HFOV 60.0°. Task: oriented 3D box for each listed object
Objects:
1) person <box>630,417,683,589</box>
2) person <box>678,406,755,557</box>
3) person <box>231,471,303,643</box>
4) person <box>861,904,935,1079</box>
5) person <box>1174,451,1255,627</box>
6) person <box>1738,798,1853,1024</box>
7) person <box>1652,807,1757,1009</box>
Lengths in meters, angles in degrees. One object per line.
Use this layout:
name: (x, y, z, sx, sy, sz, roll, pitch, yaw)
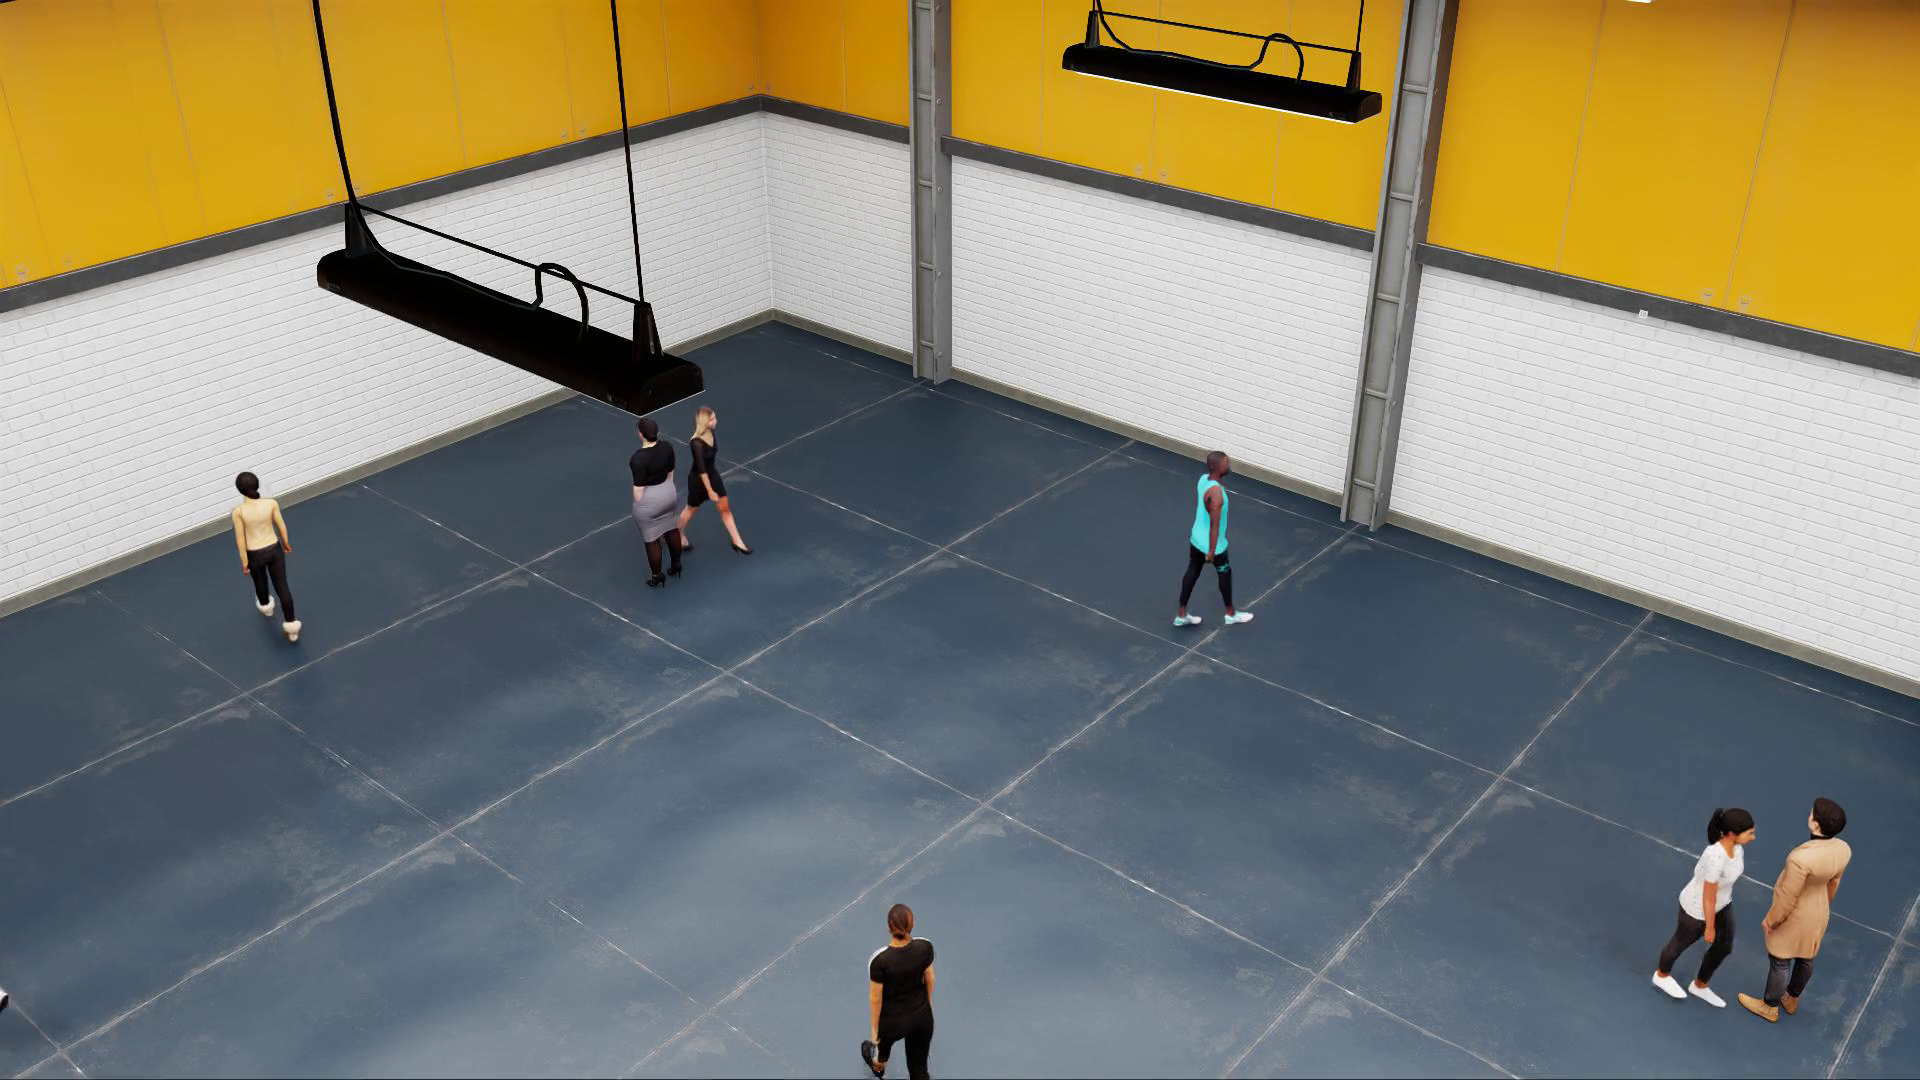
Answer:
person: (-2.914, -0.369, 15.984, 0.608, 1.760, 0.662, 20, 35, 32)
person: (-2.607, -0.546, 16.464, 1.150, 1.612, 0.820, 9, 30, 16)
person: (-6.298, 0.176, 15.141, 0.850, 1.612, 1.188, -17, 33, -29)
person: (-0.317, 2.940, 10.046, 0.927, 1.638, 1.121, -10, 30, -18)
person: (2.181, 0.019, 15.245, 1.027, 1.788, 1.023, -7, 29, -13)
person: (5.516, 2.427, 10.893, 0.751, 1.726, 0.772, -11, 30, -19)
person: (4.891, 2.387, 11.073, 0.653, 1.624, 0.753, -23, 36, -35)
